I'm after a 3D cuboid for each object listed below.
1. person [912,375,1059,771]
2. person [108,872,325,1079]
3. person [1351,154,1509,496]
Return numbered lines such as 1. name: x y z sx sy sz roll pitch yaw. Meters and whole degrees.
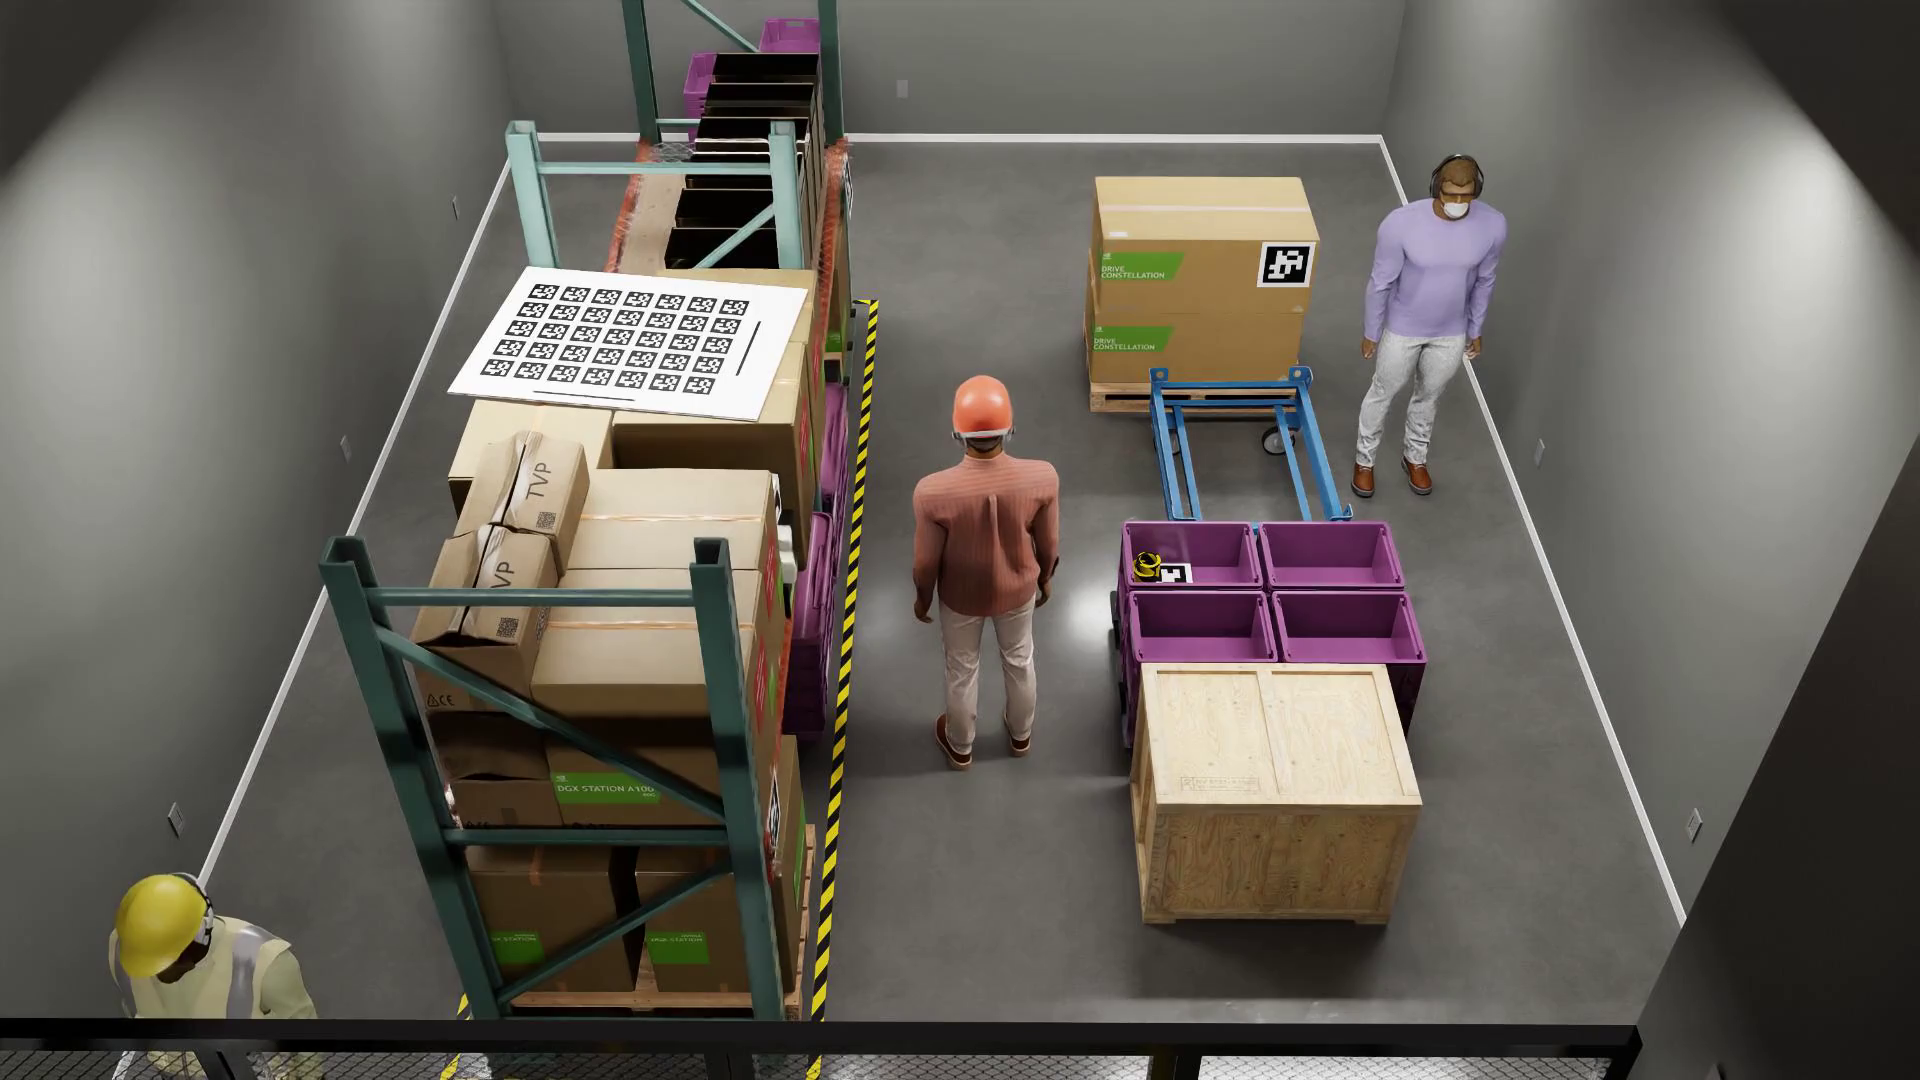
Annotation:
1. person: 0.100 0.171 6.878 0.611 1.993 0.384 -9 42 -10
2. person: -2.311 1.663 5.300 0.587 1.828 0.404 3 41 4
3. person: 2.320 -1.057 8.318 0.637 1.938 0.357 -2 41 -2
